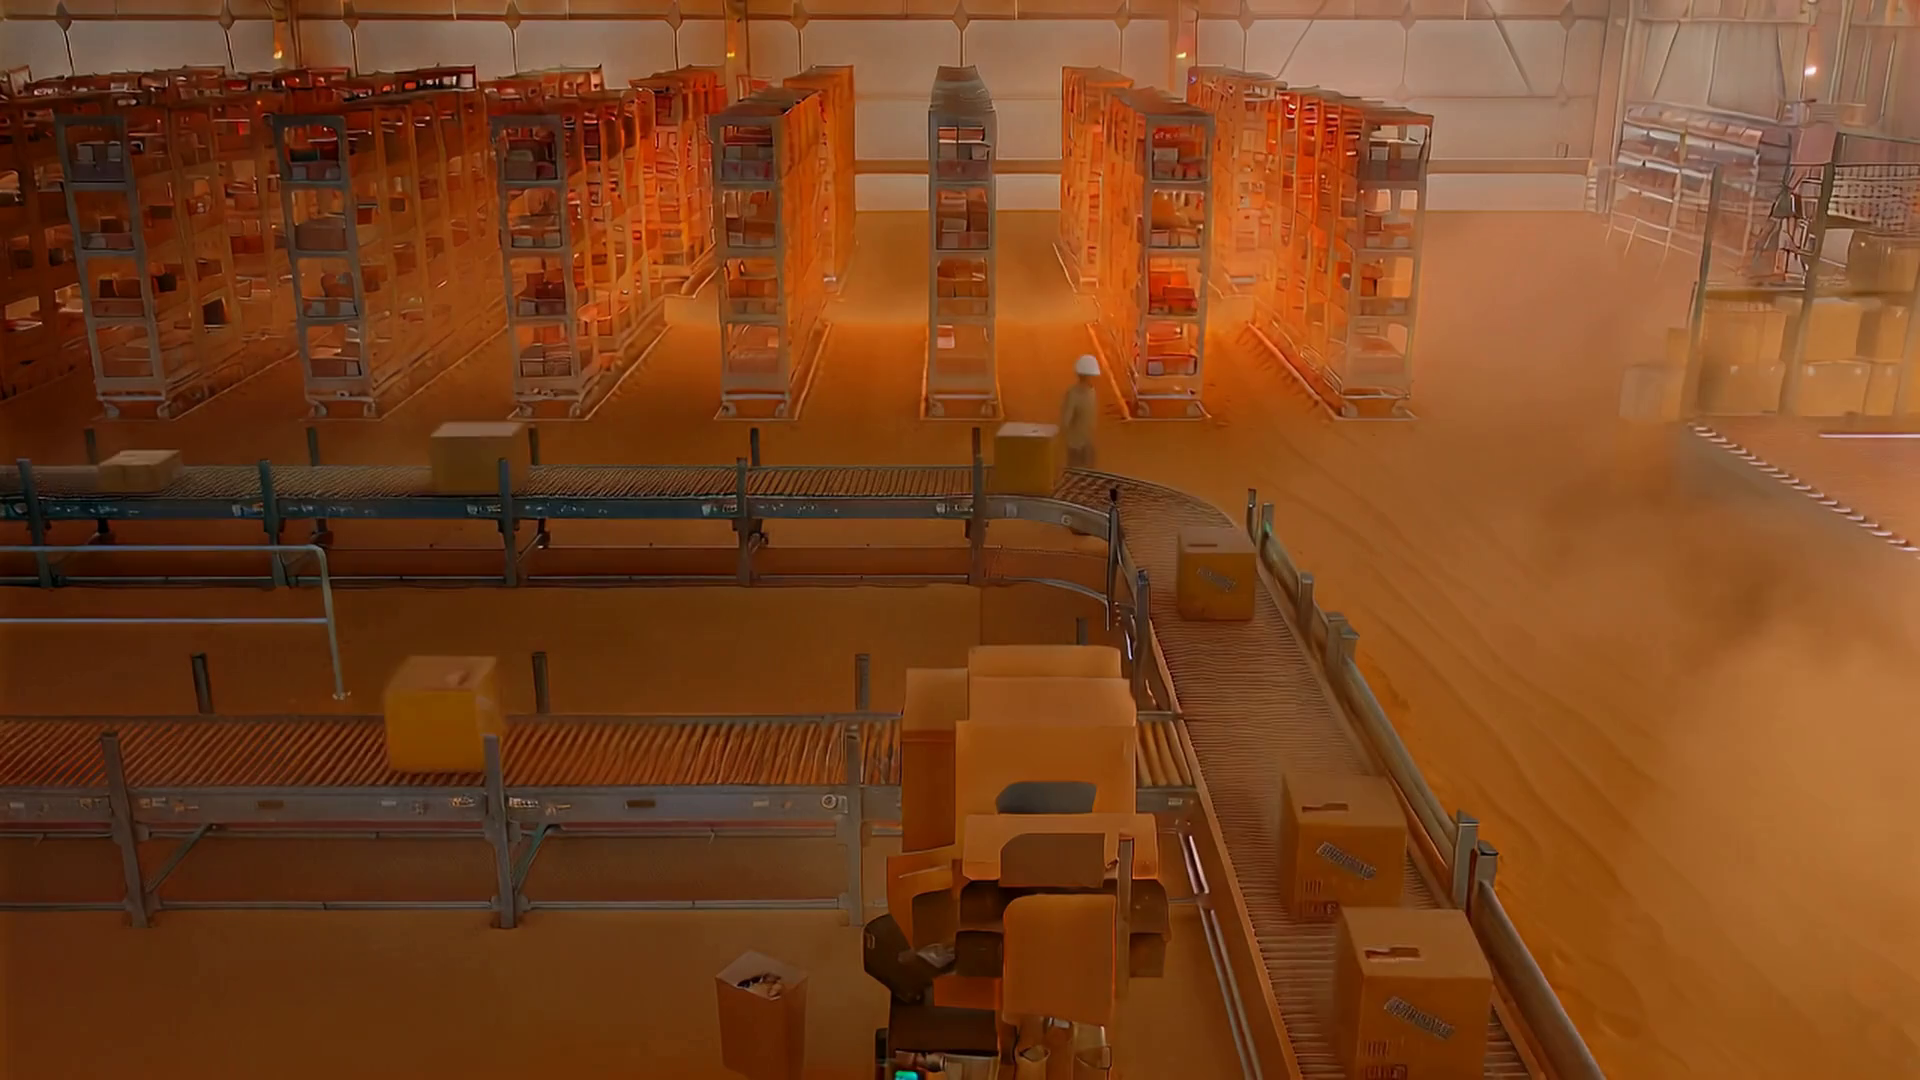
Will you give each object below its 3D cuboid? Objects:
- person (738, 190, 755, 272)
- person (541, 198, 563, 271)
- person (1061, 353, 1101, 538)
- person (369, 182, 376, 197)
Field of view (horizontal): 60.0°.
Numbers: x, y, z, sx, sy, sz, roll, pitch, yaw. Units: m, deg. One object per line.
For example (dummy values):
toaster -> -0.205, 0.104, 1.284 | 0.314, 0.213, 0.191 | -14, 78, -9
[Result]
person -> -3.891, -5.896, 30.571 | 0.376, 1.997, 0.612 | -4, 19, -14
person -> -6.472, -4.583, 26.790 | 0.599, 1.832, 0.404 | -6, 19, -18
person -> 1.054, -0.917, 15.650 | 0.647, 1.748, 0.528 | 12, 22, 34
person -> -12.188, -7.034, 34.349 | 0.448, 1.830, 0.562 | -4, 18, -12
